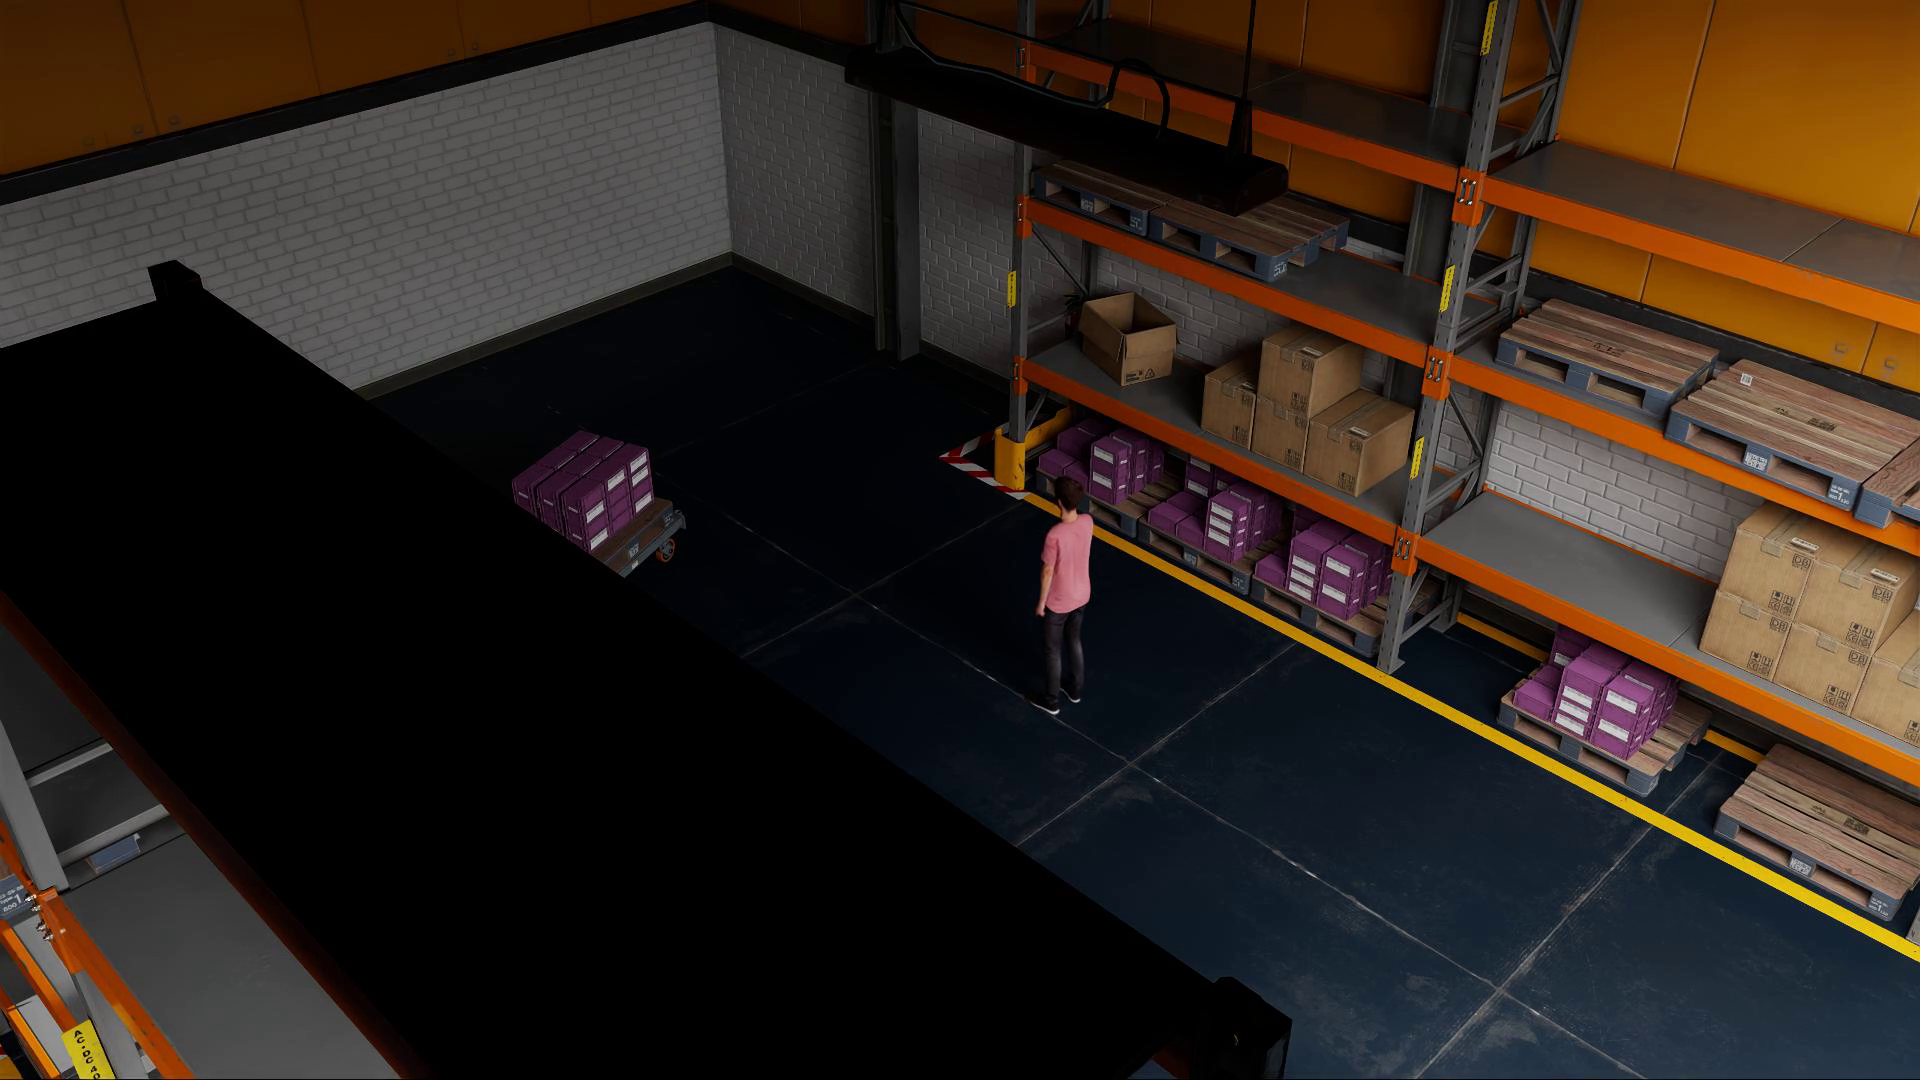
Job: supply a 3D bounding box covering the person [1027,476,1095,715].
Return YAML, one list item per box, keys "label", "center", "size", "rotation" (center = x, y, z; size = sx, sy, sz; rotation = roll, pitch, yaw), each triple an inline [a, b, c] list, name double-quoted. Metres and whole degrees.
- label: "person"
  center: [0.777, 0.415, 12.205]
  size: [0.620, 1.958, 0.549]
  rotation: [-28, 43, -35]
